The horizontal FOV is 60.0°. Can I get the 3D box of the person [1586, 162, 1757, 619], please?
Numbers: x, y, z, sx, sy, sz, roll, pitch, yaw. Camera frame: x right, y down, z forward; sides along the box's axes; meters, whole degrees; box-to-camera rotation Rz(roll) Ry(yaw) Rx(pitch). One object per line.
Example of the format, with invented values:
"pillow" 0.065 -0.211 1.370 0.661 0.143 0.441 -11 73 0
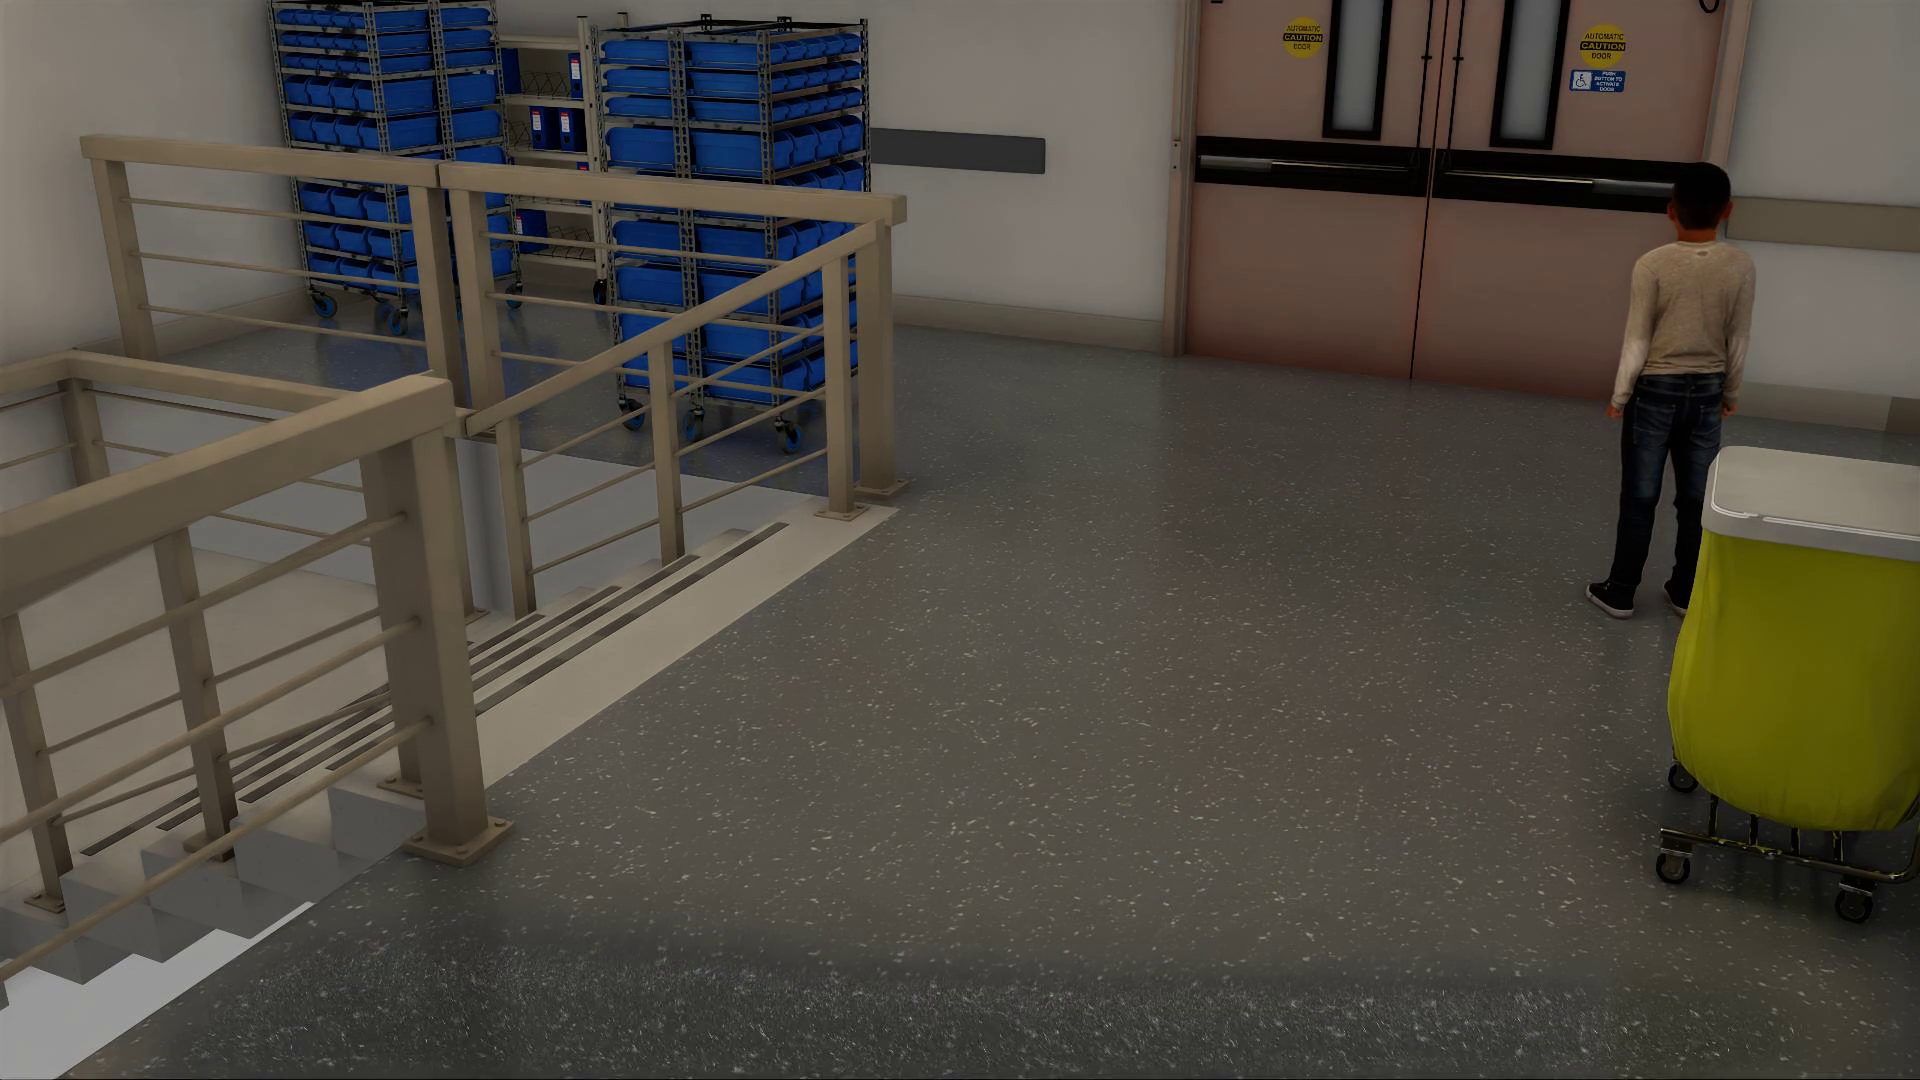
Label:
"person" 2.280 -0.457 5.300 0.560 1.463 0.685 0 21 1
